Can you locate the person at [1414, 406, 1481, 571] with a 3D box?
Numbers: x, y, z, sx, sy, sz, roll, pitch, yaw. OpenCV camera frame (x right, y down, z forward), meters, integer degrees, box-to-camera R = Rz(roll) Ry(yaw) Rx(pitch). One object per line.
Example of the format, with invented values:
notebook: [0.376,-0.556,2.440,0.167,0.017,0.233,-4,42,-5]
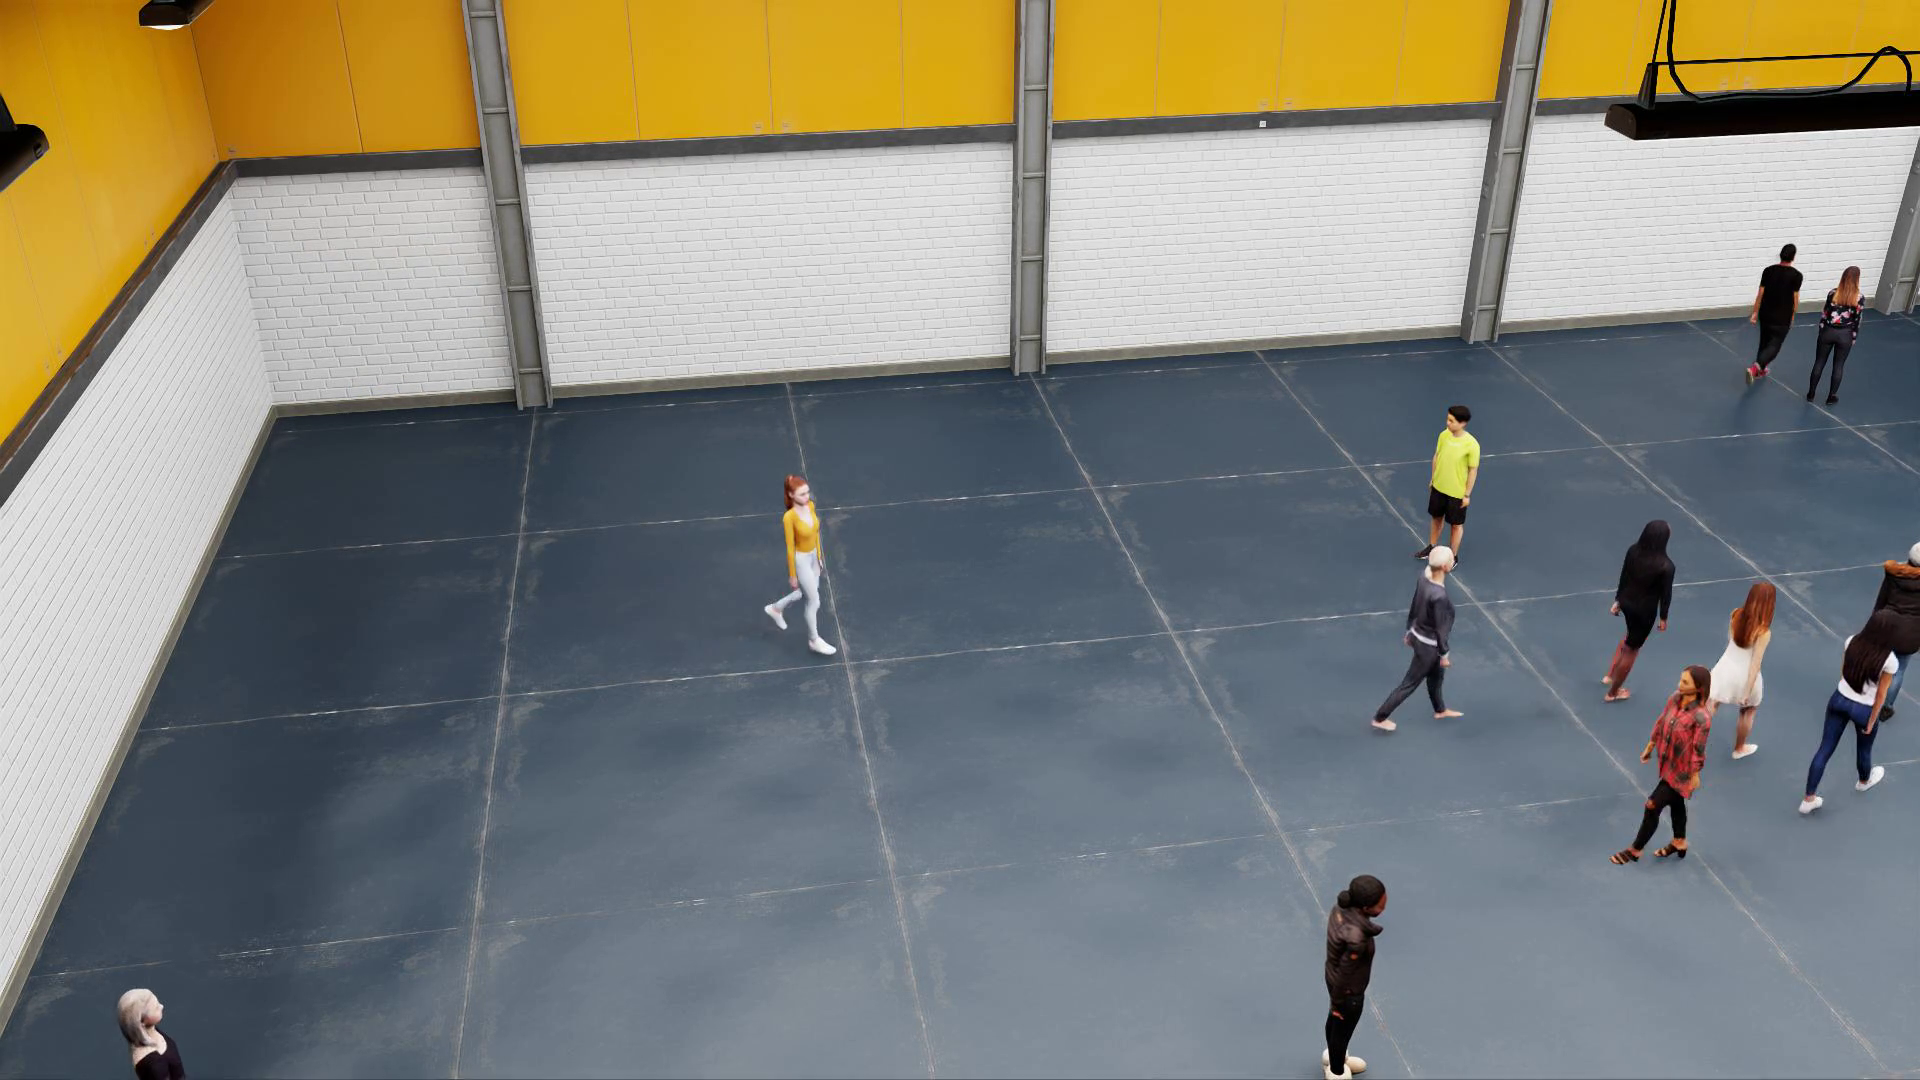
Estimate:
person: [4.745,-0.532,16.050,0.679,1.706,0.692,-20,34,-32]

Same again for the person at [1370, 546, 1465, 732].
person: [3.734,0.837,13.559,1.074,1.687,0.651,-4,29,-7]

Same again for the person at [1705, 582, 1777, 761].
person: [6.029,1.104,13.084,1.199,1.674,0.793,-14,32,-24]

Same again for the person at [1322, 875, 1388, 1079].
person: [2.346,2.710,10.155,0.608,1.659,0.660,-5,29,-8]

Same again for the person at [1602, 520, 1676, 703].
person: [5.618,0.624,13.922,0.657,1.712,0.660,-12,31,-21]

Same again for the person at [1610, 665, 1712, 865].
person: [5.293,1.644,12.089,0.850,1.678,0.658,-2,29,-4]

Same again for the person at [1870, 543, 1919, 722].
person: [7.770,0.745,13.785,0.724,1.632,0.773,21,35,34]

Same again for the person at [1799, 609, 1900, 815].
person: [6.702,1.331,12.602,1.153,1.737,0.881,-18,33,-29]

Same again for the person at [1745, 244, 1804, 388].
person: [9.729,-2.658,19.917,1.106,1.734,0.908,-21,35,-33]

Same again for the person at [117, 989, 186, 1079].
person: [-4.419,3.202,9.087,0.761,1.817,0.726,-22,36,-34]

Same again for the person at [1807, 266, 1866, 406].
person: [10.290,-2.409,19.515,0.644,1.682,0.704,19,34,31]

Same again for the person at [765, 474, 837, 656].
person: [-1.449,0.204,14.674,1.057,1.730,0.920,13,31,23]
